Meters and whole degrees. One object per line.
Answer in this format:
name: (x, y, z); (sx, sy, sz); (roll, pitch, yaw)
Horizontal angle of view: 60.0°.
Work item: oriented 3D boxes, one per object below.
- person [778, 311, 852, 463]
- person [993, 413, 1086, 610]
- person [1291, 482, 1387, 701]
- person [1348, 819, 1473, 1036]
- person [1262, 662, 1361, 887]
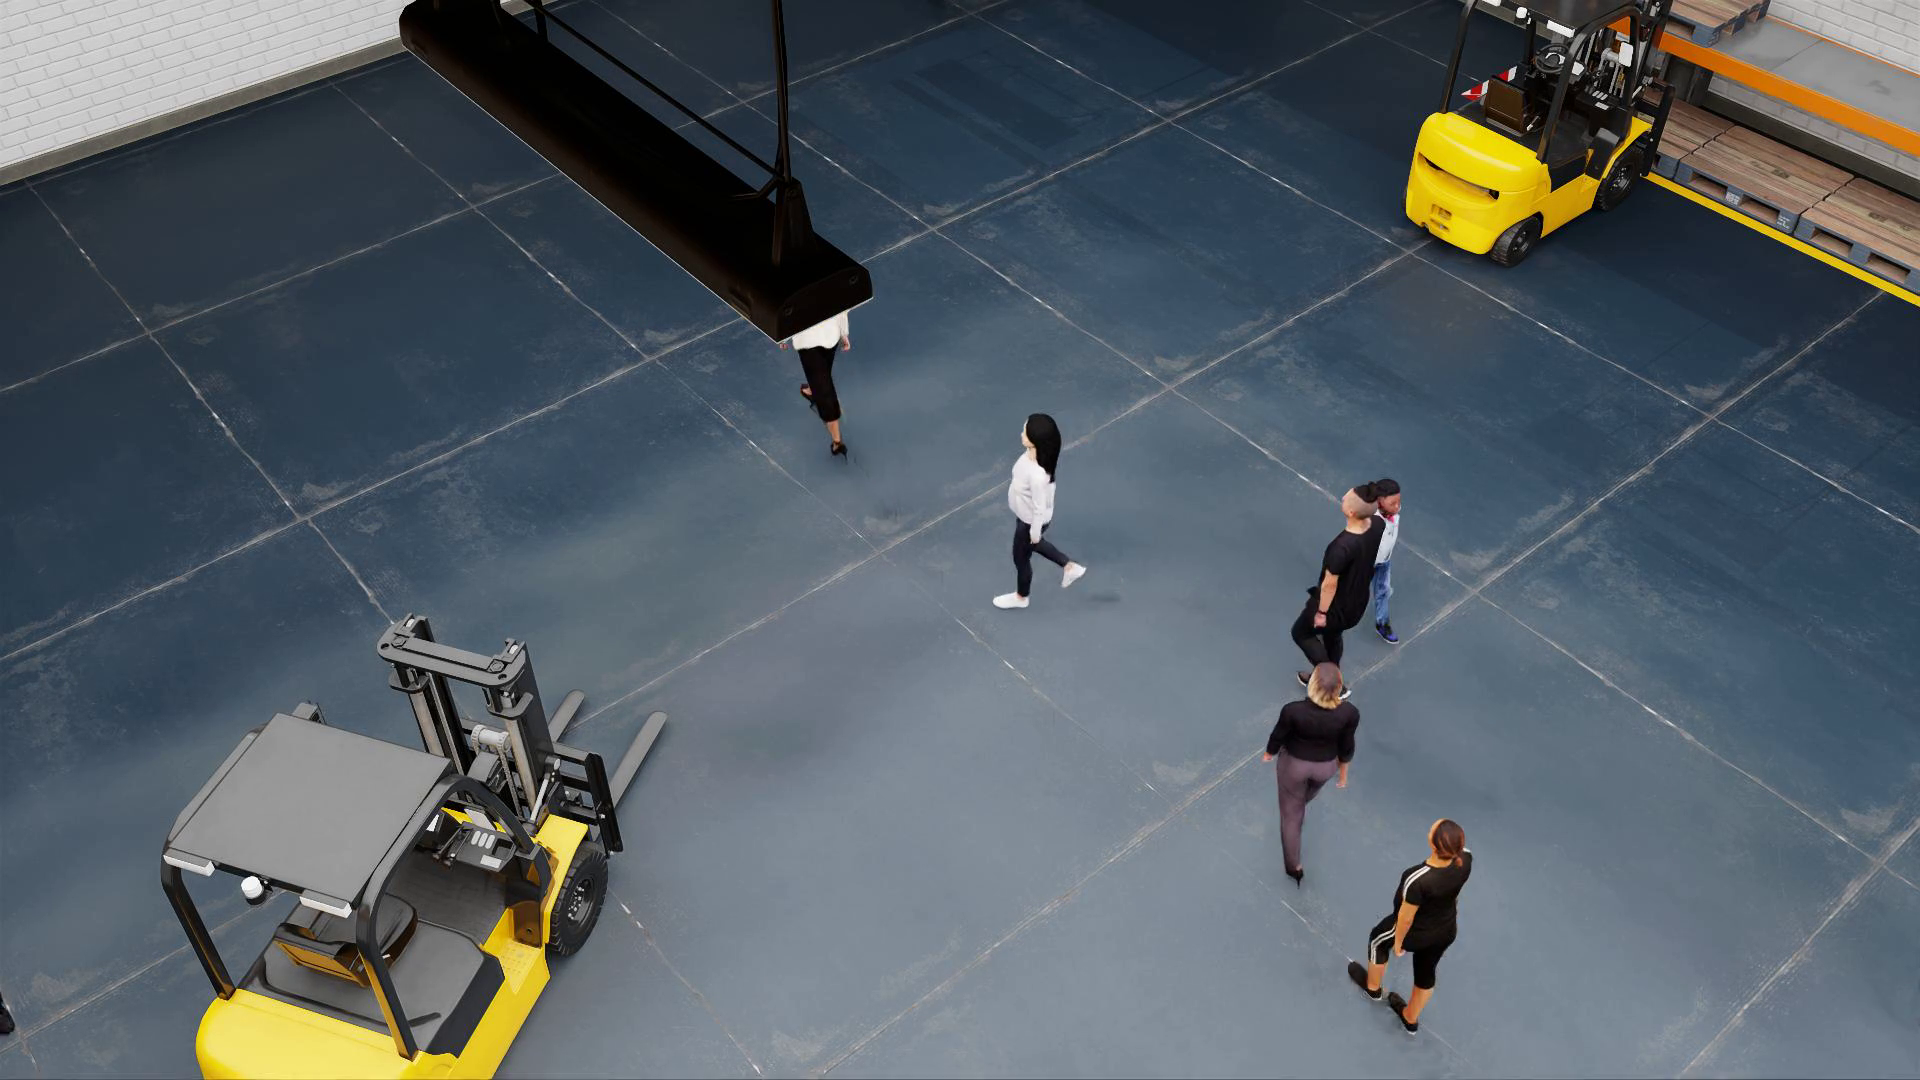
person: (-1.004, -1.368, 12.185); (0.796, 1.801, 1.205); (-20, 47, -20)
person: (0.564, -0.176, 11.013); (0.965, 1.691, 0.923); (0, 44, 0)
person: (2.414, 0.382, 10.309); (0.700, 1.854, 0.723); (33, 53, 30)
person: (2.459, 2.064, 8.690); (0.728, 1.653, 0.824); (-13, 45, -13)
person: (1.979, 1.379, 9.415); (0.942, 1.644, 1.048); (-2, 44, -2)
